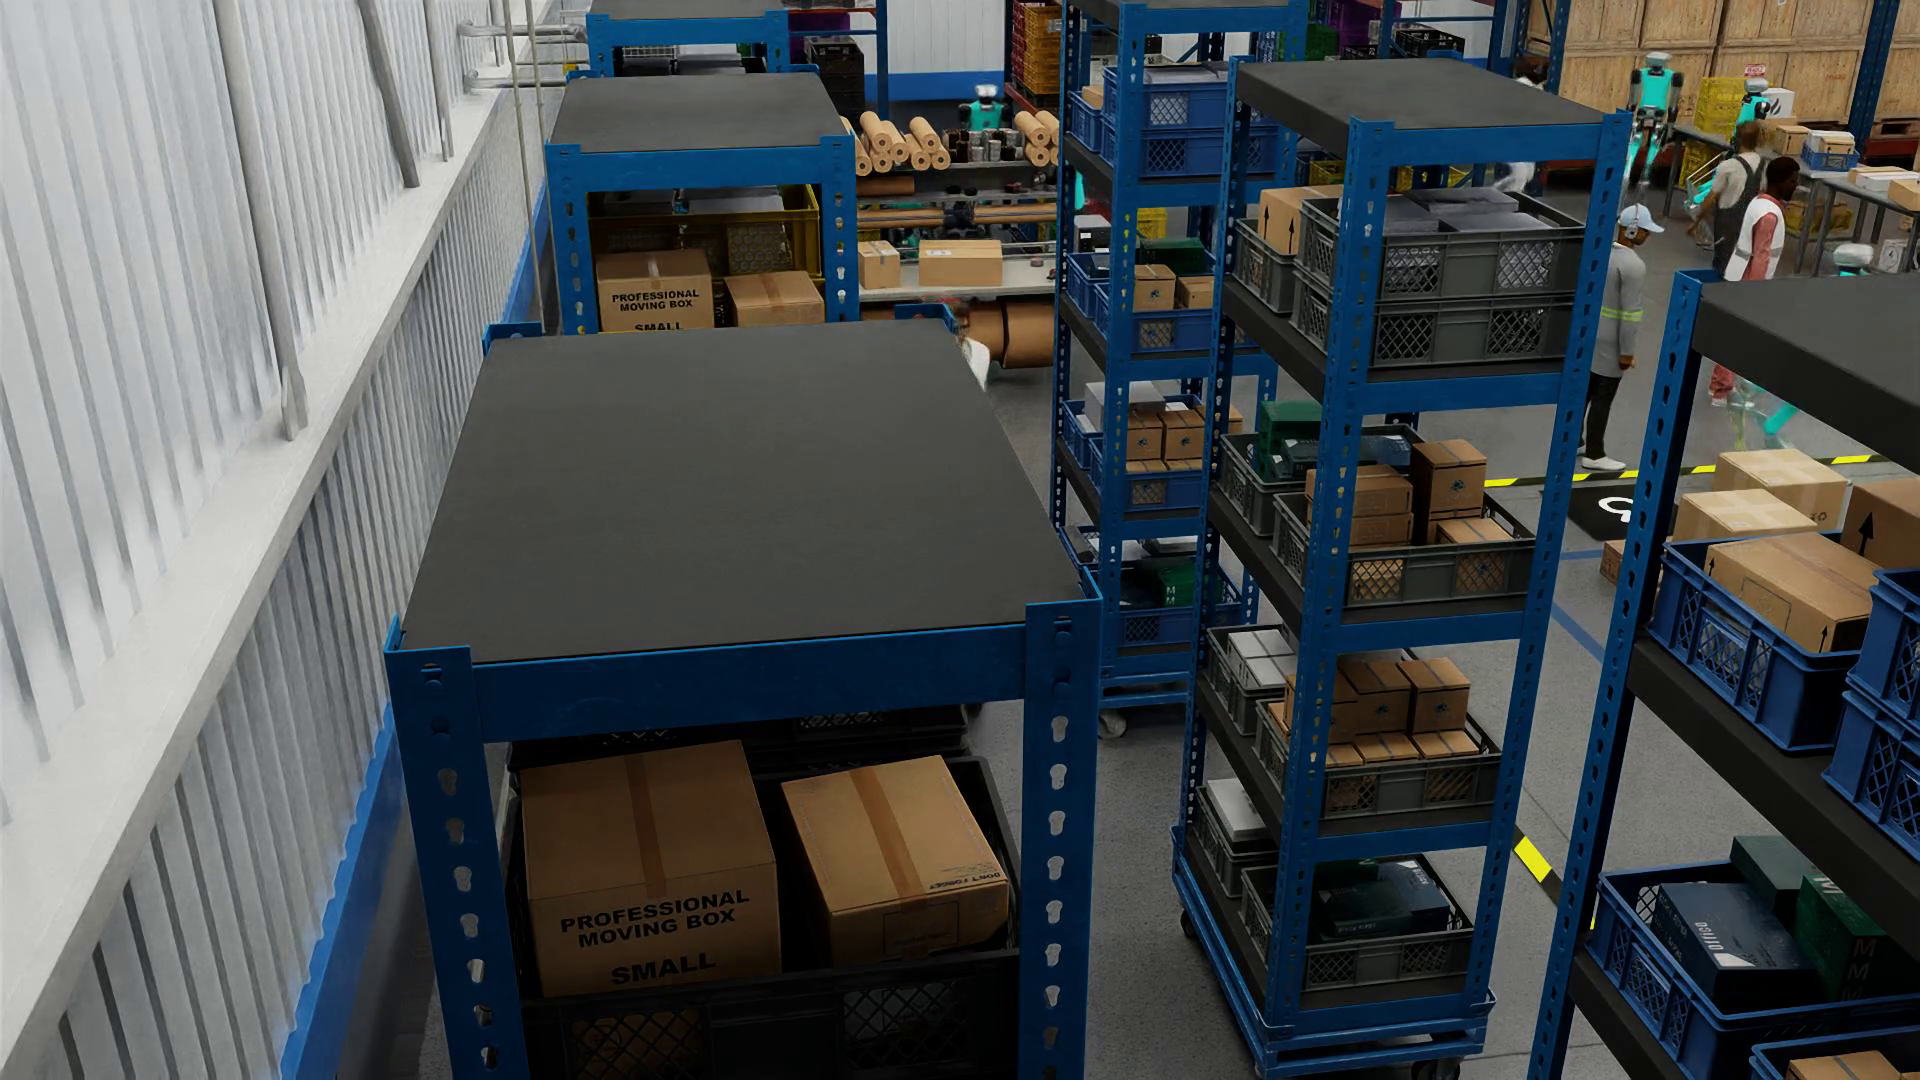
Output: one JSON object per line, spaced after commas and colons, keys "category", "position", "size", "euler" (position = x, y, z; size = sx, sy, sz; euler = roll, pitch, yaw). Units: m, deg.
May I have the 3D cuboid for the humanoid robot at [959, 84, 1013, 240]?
{"category": "humanoid robot", "position": [0.193, -3.719, 16.661], "size": [0.551, 1.742, 1.052], "euler": [-4, 25, -8]}

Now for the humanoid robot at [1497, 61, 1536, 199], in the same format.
{"category": "humanoid robot", "position": [6.146, -4.462, 18.360], "size": [0.796, 1.614, 0.614], "euler": [0, 25, 1]}

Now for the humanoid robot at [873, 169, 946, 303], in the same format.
{"category": "humanoid robot", "position": [-0.265, -2.553, 14.109], "size": [0.558, 1.733, 0.939], "euler": [17, 30, 33]}

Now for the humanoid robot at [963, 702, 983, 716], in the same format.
{"category": "humanoid robot", "position": [-0.050, 0.247, 8.151], "size": [0.609, 1.641, 0.780], "euler": [4, 25, 9]}

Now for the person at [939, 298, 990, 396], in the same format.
{"category": "person", "position": [-0.034, -0.465, 9.442], "size": [0.586, 1.822, 0.648], "euler": [-11, 27, -23]}

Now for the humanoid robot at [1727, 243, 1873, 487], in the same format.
{"category": "humanoid robot", "position": [5.496, -1.132, 10.993], "size": [1.026, 1.729, 0.537], "euler": [15, 29, 30]}

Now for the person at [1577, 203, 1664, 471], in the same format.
{"category": "person", "position": [4.491, -1.396, 11.445], "size": [0.406, 1.847, 0.589], "euler": [-4, 25, -8]}

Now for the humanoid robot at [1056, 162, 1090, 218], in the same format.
{"category": "humanoid robot", "position": [1.110, -2.511, 13.992], "size": [0.965, 1.747, 0.557], "euler": [3, 25, 6]}

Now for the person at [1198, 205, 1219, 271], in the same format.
{"category": "person", "position": [2.350, -3.336, 15.799], "size": [0.501, 1.714, 0.430], "euler": [-3, 25, -7]}

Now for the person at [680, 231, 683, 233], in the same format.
{"category": "person", "position": [-1.982, -1.587, 11.855], "size": [0.535, 1.849, 0.397], "euler": [2, 25, 4]}

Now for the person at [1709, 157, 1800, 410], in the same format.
{"category": "person", "position": [5.974, -1.938, 12.556], "size": [0.394, 1.911, 0.579], "euler": [10, 26, 20]}

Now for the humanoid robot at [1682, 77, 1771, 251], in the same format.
{"category": "humanoid robot", "position": [7.497, -3.713, 16.452], "size": [0.735, 1.677, 0.533], "euler": [3, 25, 7]}

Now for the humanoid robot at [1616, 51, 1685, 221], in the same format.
{"category": "humanoid robot", "position": [7.365, -4.294, 17.948], "size": [0.548, 1.826, 0.852], "euler": [15, 29, 30]}

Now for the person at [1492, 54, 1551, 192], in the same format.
{"category": "person", "position": [5.881, -4.221, 17.635], "size": [0.647, 1.816, 0.717], "euler": [19, 31, 36]}

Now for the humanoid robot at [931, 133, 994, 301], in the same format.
{"category": "humanoid robot", "position": [0.010, -2.730, 14.607], "size": [0.603, 1.655, 0.654], "euler": [0, 25, 0]}

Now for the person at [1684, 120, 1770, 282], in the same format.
{"category": "person", "position": [6.554, -2.702, 14.325], "size": [0.516, 1.803, 0.926], "euler": [-9, 26, -18]}
